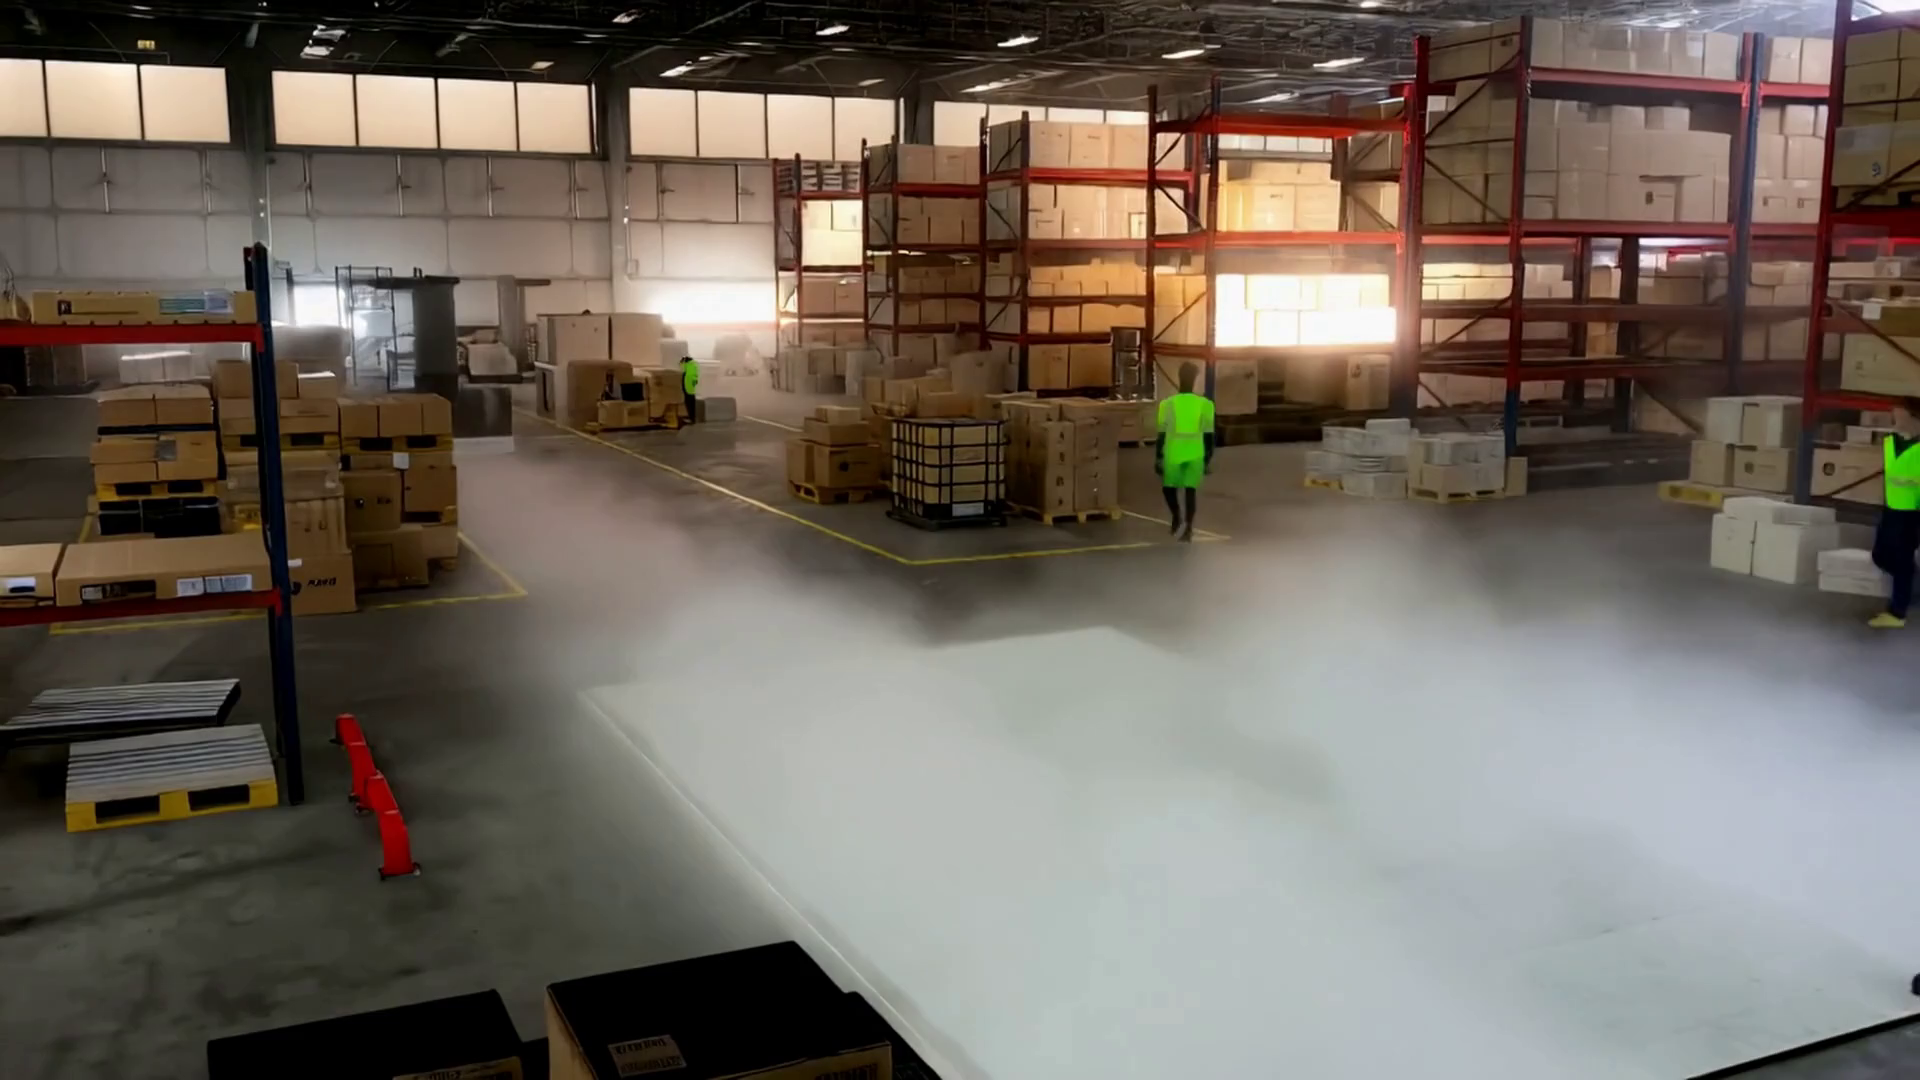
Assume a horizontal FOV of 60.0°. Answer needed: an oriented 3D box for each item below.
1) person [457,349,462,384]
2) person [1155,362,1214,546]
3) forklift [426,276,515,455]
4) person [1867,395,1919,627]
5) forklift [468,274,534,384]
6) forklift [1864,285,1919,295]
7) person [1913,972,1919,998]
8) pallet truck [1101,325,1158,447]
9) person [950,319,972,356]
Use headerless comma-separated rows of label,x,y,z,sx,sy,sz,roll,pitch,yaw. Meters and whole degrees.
person,-8.701,-2.600,27.980,0.611,1.988,0.391,-4,10,-24
person,2.361,-0.896,17.523,0.628,1.945,0.425,-1,9,-5
forklift,-8.069,-2.737,26.069,1.873,2.768,1.129,-4,10,-25
person,7.738,-0.227,13.537,0.541,1.903,0.594,-1,9,-6
forklift,-11.531,-5.355,42.313,1.873,2.768,1.129,-4,10,-25
forklift,11.761,-1.897,20.856,1.873,2.768,1.129,-4,10,-25
person,3.119,1.263,4.992,0.546,1.647,0.881,-4,10,-25
pallet truck,2.881,-2.596,27.923,0.823,1.965,1.885,-1,9,-7
person,0.070,-3.931,36.620,0.655,1.877,0.891,9,13,44
